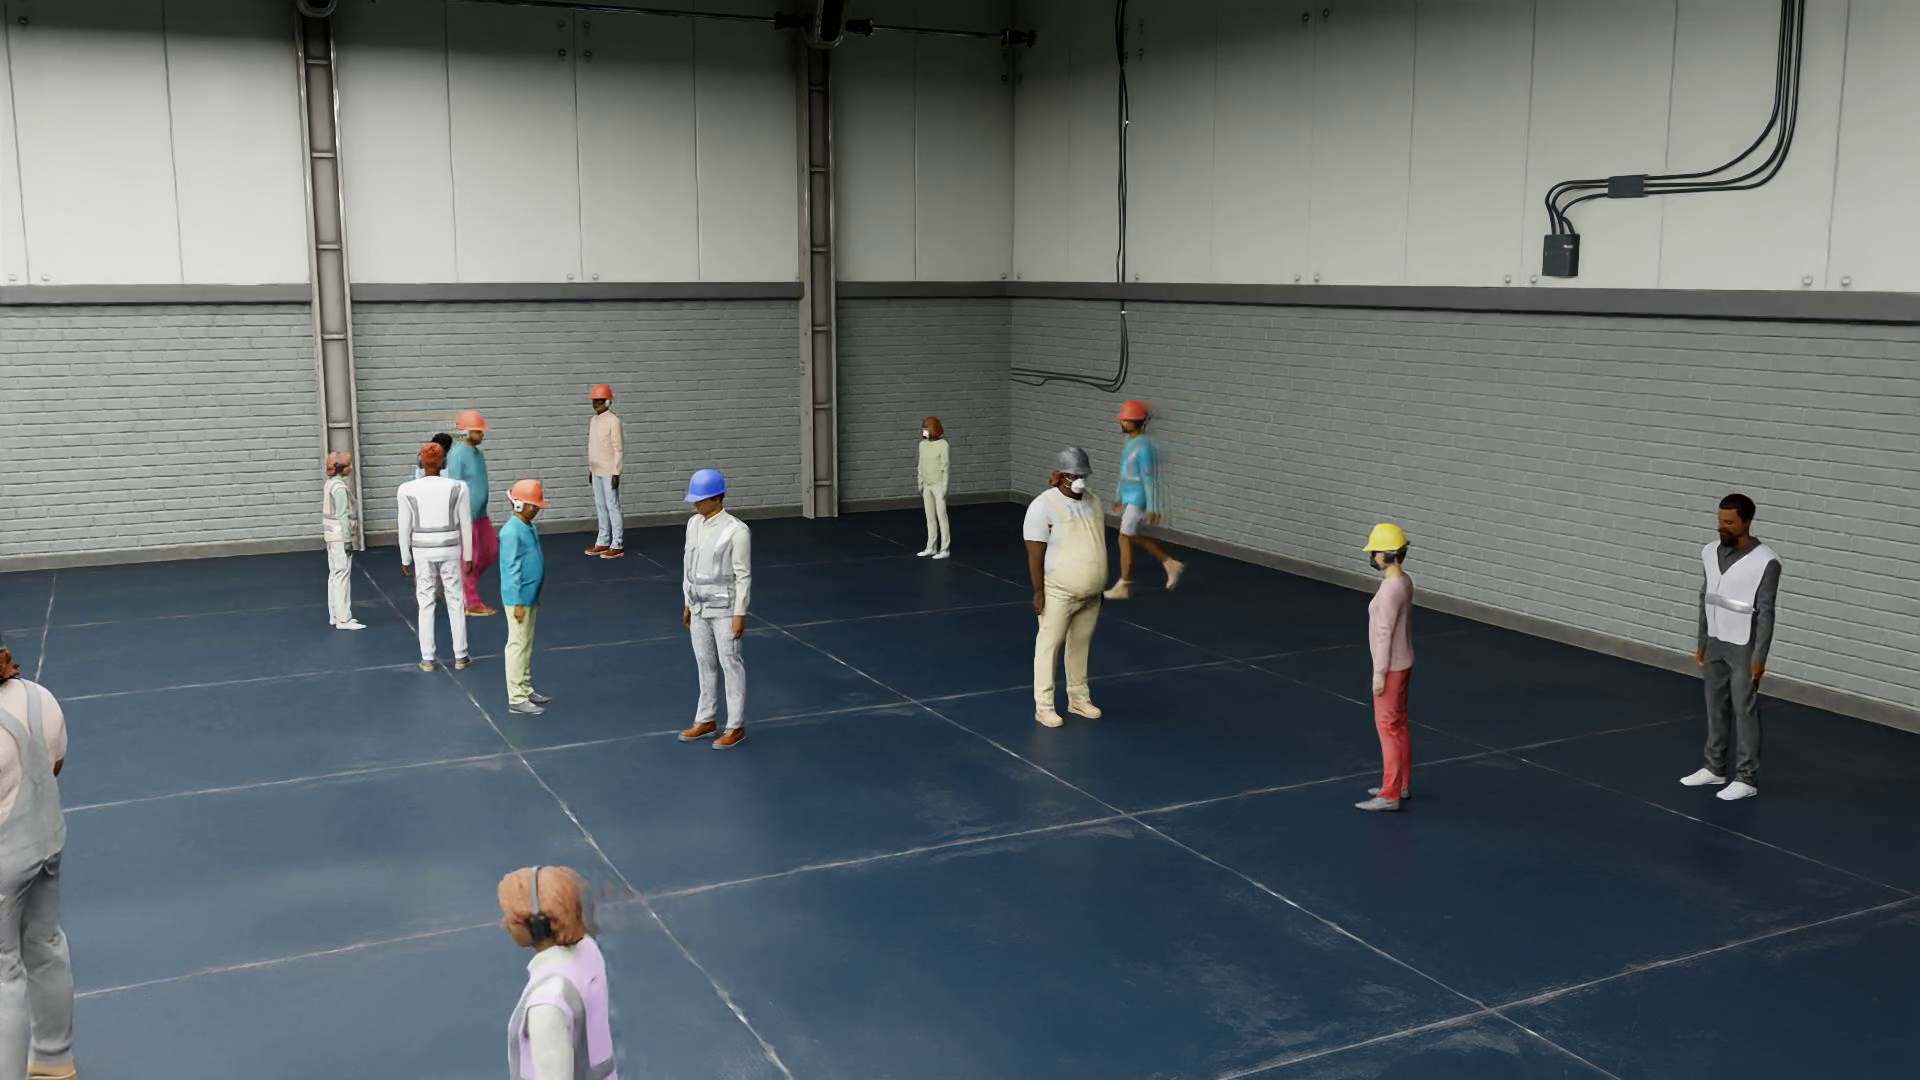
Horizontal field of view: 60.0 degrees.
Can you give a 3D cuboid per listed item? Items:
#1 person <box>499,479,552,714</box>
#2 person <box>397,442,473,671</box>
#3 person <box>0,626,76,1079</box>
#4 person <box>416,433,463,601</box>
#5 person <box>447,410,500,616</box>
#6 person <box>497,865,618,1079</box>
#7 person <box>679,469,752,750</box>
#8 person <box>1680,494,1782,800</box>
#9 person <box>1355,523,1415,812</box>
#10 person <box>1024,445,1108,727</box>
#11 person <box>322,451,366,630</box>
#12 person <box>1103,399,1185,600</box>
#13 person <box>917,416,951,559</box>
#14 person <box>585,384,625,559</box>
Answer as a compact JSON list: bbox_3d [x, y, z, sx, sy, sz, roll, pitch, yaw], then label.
[{"bbox_3d":[-3.232,0.411,12.408,0.347,1.741,0.564,0,9,-1],"label":"person"},{"bbox_3d":[-4.293,0.139,13.656,0.577,1.882,0.349,-2,10,-15],"label":"person"},{"bbox_3d":[-3.769,1.237,6.404,0.536,2.000,0.681,1,9,4],"label":"person"},{"bbox_3d":[-5.099,-0.212,16.425,0.536,1.691,0.320,1,9,4],"label":"person"},{"bbox_3d":[-4.606,-0.246,15.739,0.444,1.973,0.620,1,9,9],"label":"person"},{"bbox_3d":[-1.147,1.711,4.772,0.389,1.623,0.515,1,9,4],"label":"person"},{"bbox_3d":[-1.693,0.469,11.459,0.604,1.937,0.402,7,12,38],"label":"person"},{"bbox_3d":[4.843,0.655,10.408,0.395,1.910,0.579,-3,10,-18],"label":"person"},{"bbox_3d":[2.601,0.770,10.155,0.332,1.760,0.528,4,10,25],"label":"person"},{"bbox_3d":[0.822,0.323,12.038,0.688,2.000,0.536,-7,12,-38],"label":"person"},{"bbox_3d":[-5.665,0.005,15.233,0.310,1.638,0.523,-6,11,-31],"label":"person"},{"bbox_3d":[1.834,-0.404,16.594,0.837,2.022,0.606,-1,9,-6],"label":"person"},{"bbox_3d":[-0.301,-0.603,19.021,0.290,1.626,0.507,-9,13,-42],"label":"person"},{"bbox_3d":[-4.075,-0.791,19.036,0.379,1.995,0.622,-8,12,-42],"label":"person"}]
